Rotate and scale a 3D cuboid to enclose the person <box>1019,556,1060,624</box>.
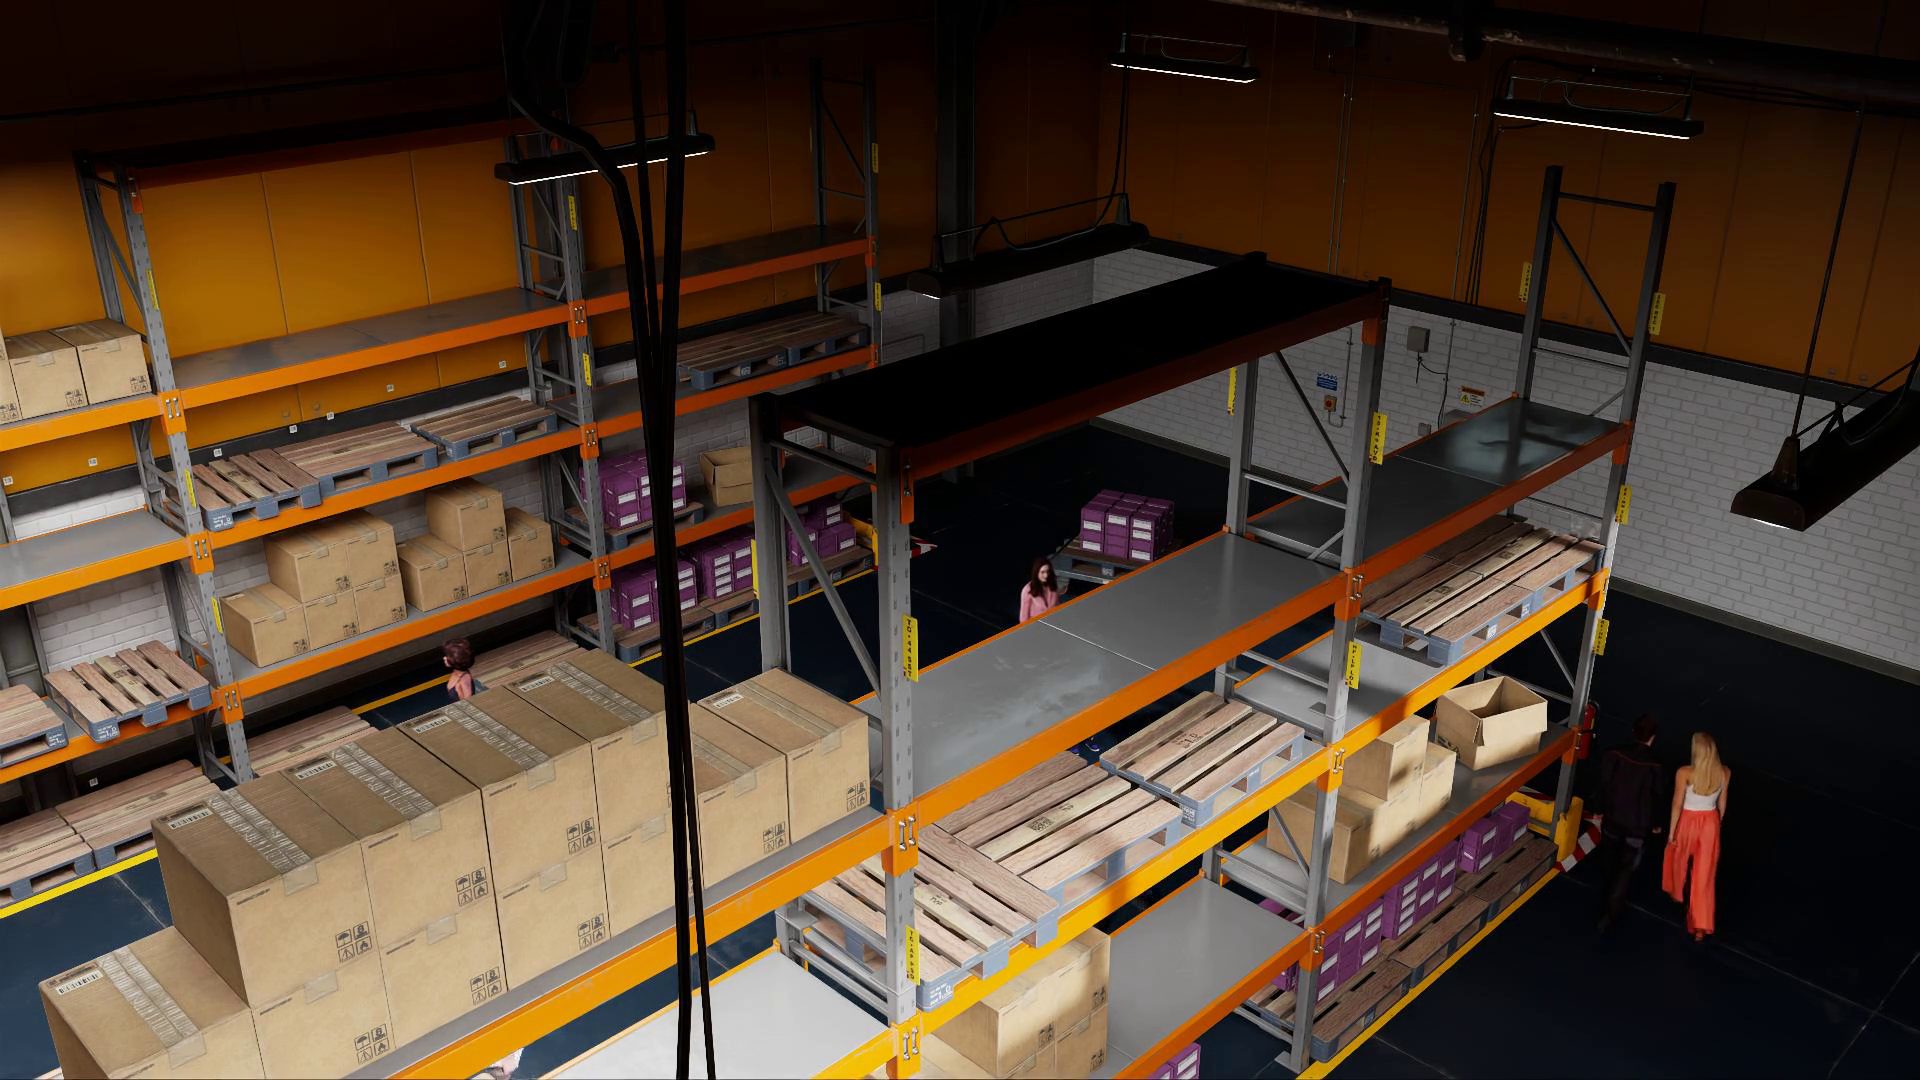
[{"bbox_3d":[0.803,0.975,16.897,0.570,1.798,0.721,-12,26,-25],"label":"person"}]

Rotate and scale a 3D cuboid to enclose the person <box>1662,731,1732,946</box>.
[{"bbox_3d":[6.036,2.445,13.587,1.139,1.756,1.295,5,24,11],"label":"person"}]

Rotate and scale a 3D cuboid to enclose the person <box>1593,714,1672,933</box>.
[{"bbox_3d":[5.460,2.347,13.662,0.775,1.875,1.214,19,30,36],"label":"person"}]

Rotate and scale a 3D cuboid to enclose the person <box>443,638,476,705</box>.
[{"bbox_3d":[-4.510,1.697,15.258,0.622,1.789,0.624,-12,26,-26],"label":"person"}]
